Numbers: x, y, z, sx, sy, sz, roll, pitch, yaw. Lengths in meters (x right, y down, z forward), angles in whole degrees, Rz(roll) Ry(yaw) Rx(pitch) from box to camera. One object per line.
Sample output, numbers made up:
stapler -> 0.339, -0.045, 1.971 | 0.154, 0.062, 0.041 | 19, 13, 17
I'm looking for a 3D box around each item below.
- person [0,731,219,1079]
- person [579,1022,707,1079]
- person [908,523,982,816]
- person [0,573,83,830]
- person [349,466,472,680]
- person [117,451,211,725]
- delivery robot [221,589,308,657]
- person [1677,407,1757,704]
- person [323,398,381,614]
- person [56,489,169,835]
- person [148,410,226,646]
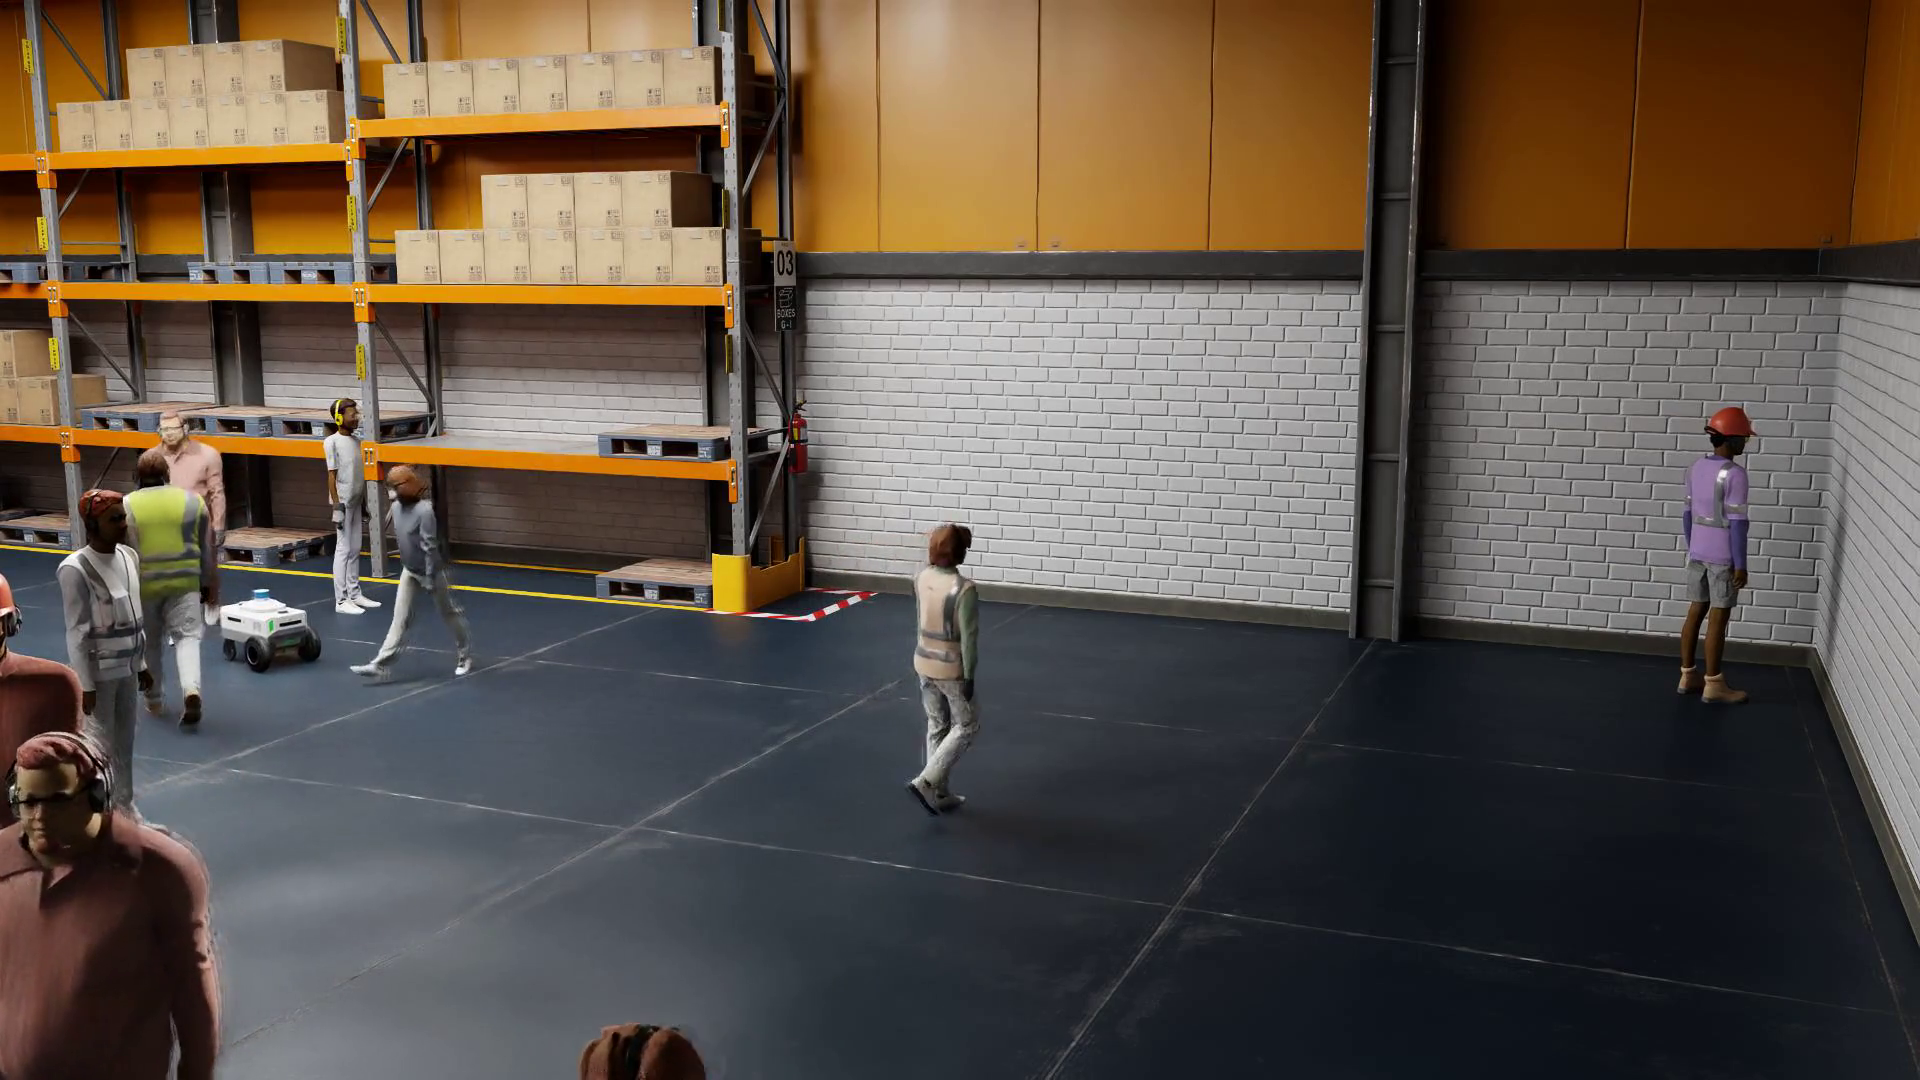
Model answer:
person -> -2.290, 1.384, 4.346 | 0.627, 1.859, 1.011 | -1, 9, -4
person -> -0.616, 1.692, 3.174 | 0.688, 1.611, 0.543 | 2, 10, 12
person -> -0.110, 0.721, 9.047 | 0.432, 1.626, 0.519 | -8, 12, -41
person -> -3.366, 1.067, 5.818 | 0.608, 1.995, 0.376 | -5, 11, -29
person -> -3.937, 0.248, 12.035 | 0.554, 1.576, 0.889 | 7, 12, 36
person -> -5.228, 0.321, 10.924 | 0.623, 1.811, 0.859 | -5, 11, -28
delivery robot -> -5.277, 0.619, 12.602 | 0.707, 0.478, 0.477 | 7, 11, 35
person -> 5.255, 0.102, 11.514 | 0.381, 2.045, 0.605 | -2, 10, -10
person -> -5.297, -0.299, 14.458 | 0.328, 1.876, 0.513 | 1, 9, 7
person -> -4.353, 0.675, 8.532 | 0.358, 1.882, 0.574 | 1, 9, 3
person -> -6.285, -0.140, 13.521 | 0.632, 1.868, 0.910 | -3, 10, -18
